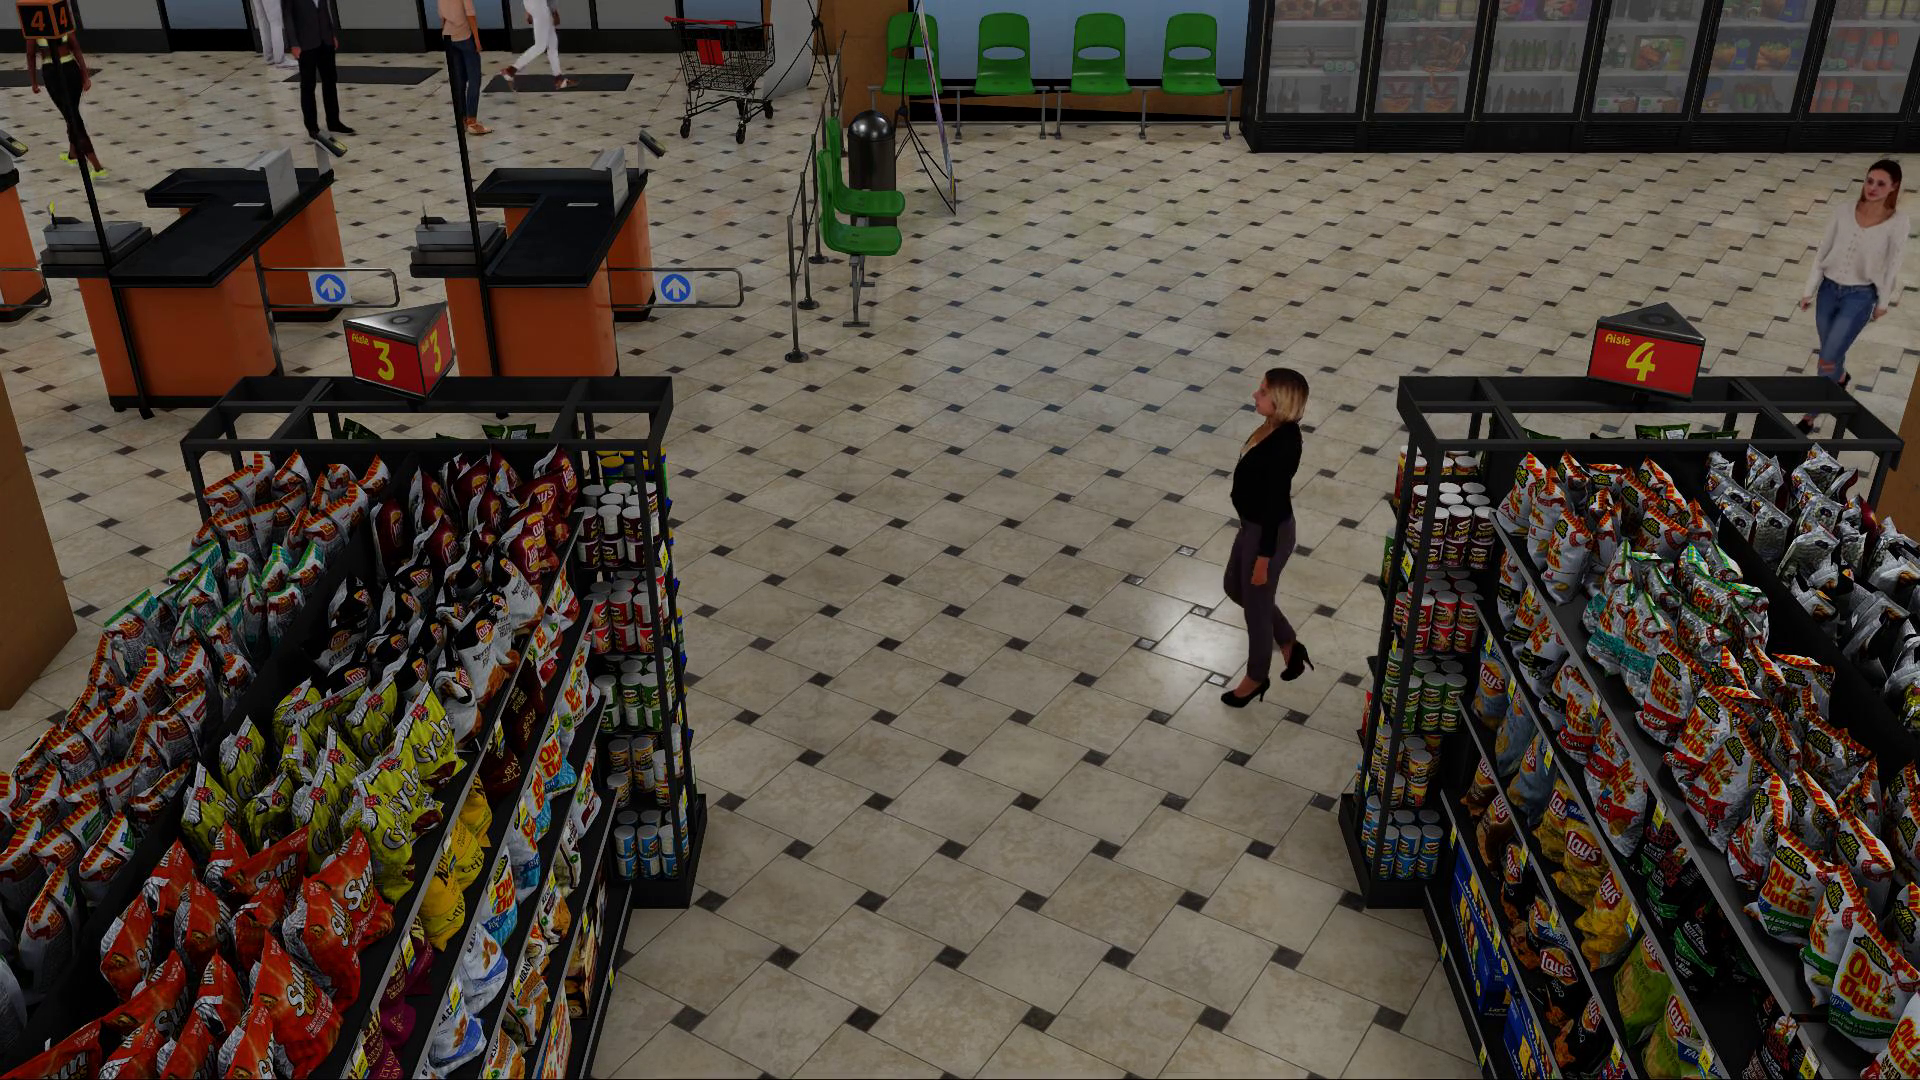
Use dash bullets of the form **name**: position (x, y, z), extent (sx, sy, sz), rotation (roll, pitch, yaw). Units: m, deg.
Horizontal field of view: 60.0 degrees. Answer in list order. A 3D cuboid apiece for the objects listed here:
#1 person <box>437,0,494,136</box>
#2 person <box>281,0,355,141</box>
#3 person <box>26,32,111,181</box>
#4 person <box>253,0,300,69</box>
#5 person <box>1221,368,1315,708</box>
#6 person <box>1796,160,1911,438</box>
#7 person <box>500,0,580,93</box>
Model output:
- **person**: position (-4.822, -4.831, 16.030), extent (0.706, 1.790, 0.734), rotation (17, 33, 28)
- **person**: position (-6.194, -4.799, 15.921), extent (0.870, 1.836, 0.721), rotation (15, 32, 25)
- **person**: position (-7.813, -3.980, 14.559), extent (1.102, 1.704, 1.110), rotation (22, 35, 34)
- **person**: position (-7.777, -6.242, 18.510), extent (0.742, 1.888, 0.783), rotation (22, 36, 35)
- **person**: position (1.418, 0.027, 7.263), extent (0.706, 1.664, 0.639), rotation (4, 29, 7)
- **person**: position (5.341, -1.453, 9.982), extent (1.128, 1.656, 1.109), rotation (-22, 36, -35)
- **person**: position (-4.463, -5.487, 17.328), extent (1.082, 1.696, 1.115), rotation (-20, 35, -32)
